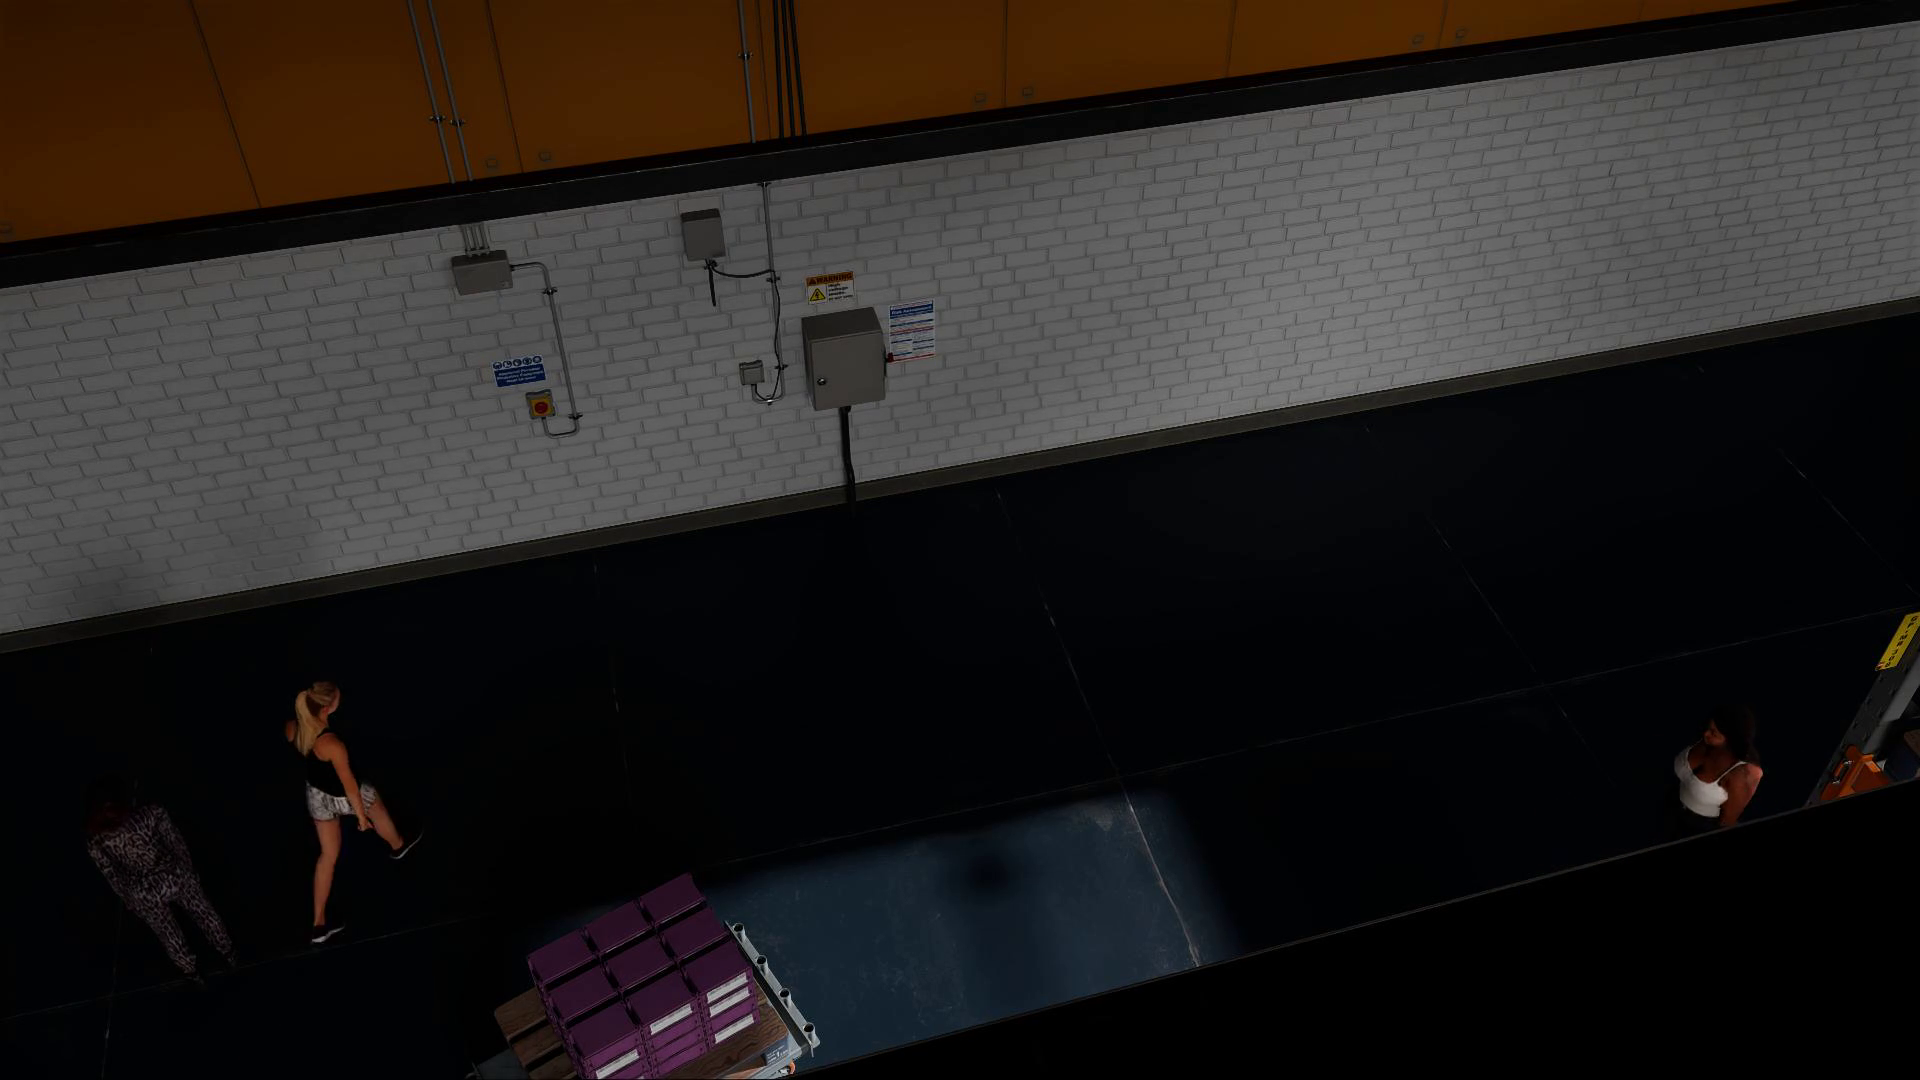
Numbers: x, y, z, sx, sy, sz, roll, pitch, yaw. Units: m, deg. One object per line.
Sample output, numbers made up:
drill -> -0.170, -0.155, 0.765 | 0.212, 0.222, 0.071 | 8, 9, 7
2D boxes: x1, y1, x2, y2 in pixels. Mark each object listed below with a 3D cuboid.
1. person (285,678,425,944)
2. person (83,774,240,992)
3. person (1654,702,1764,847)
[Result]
person -> -3.520, 1.482, 9.230 | 1.117, 1.795, 1.278 | 14, 45, 14
person -> -4.289, 1.841, 8.912 | 0.639, 1.714, 0.639 | -27, 50, -25
person -> 4.173, 1.524, 9.188 | 0.782, 1.792, 0.816 | -6, 44, -6
